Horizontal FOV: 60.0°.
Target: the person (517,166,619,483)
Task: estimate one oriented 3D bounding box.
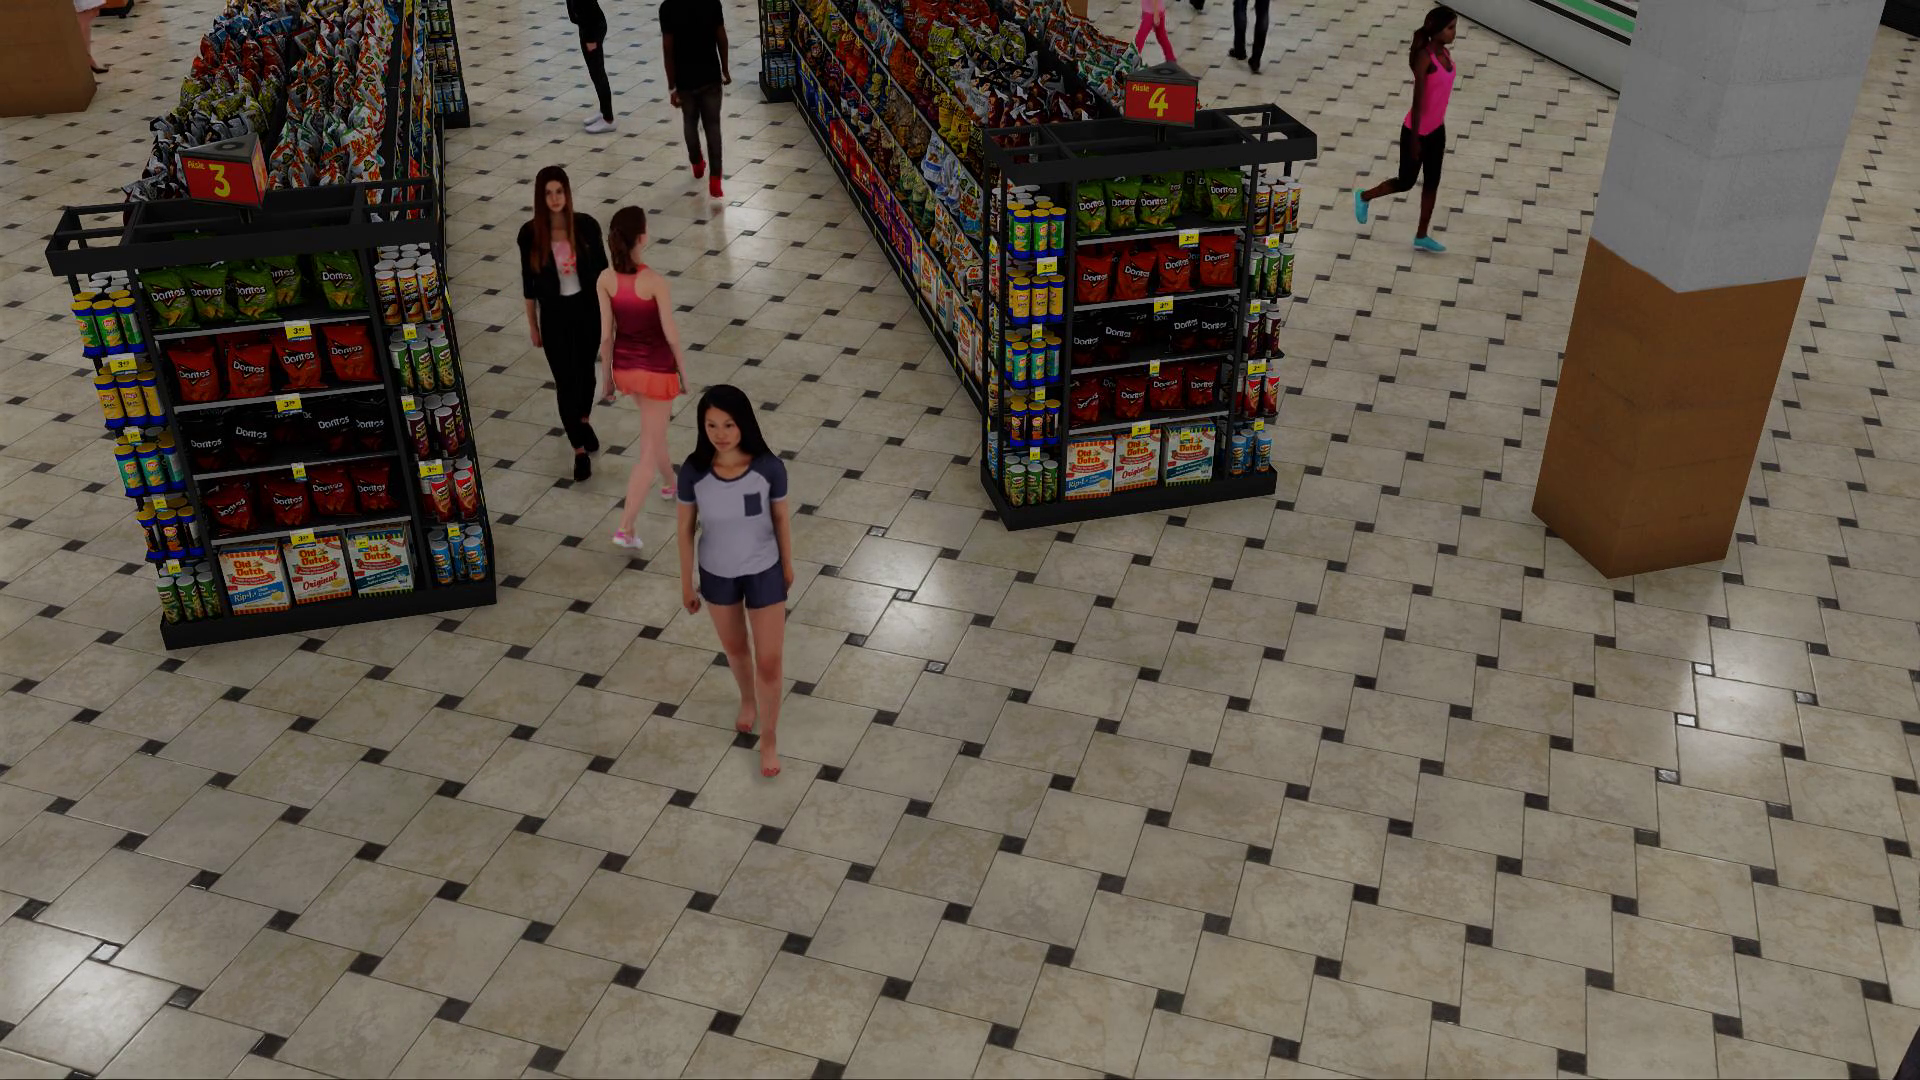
[{"bbox_3d":[-2.133,-1.249,9.094,0.665,1.688,0.948,-12,34,-18],"label":"person"}]

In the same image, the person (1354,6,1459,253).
[{"bbox_3d":[3.182,-2.885,11.709,0.824,1.703,1.061,-25,40,-34],"label":"person"}]

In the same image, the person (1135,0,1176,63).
[{"bbox_3d":[1.840,-4.852,15.310,0.787,1.239,0.860,5,32,8],"label":"person"}]

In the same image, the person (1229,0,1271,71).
[{"bbox_3d":[2.798,-5.316,15.456,0.813,1.872,0.910,-4,32,-6],"label":"person"}]

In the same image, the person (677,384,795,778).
[{"bbox_3d":[-0.902,0.089,6.944,0.730,1.688,0.877,0,32,0],"label":"person"}]

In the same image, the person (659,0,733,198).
[{"bbox_3d":[-1.959,-3.439,12.537,0.728,1.769,1.226,-6,32,-9],"label":"person"}]

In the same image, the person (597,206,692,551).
[{"bbox_3d":[-1.607,-0.763,8.290,1.017,1.713,1.202,11,34,17],"label":"person"}]

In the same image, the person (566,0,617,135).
[{"bbox_3d":[-3.085,-4.287,13.979,0.658,1.685,0.459,-8,33,-13],"label":"person"}]
